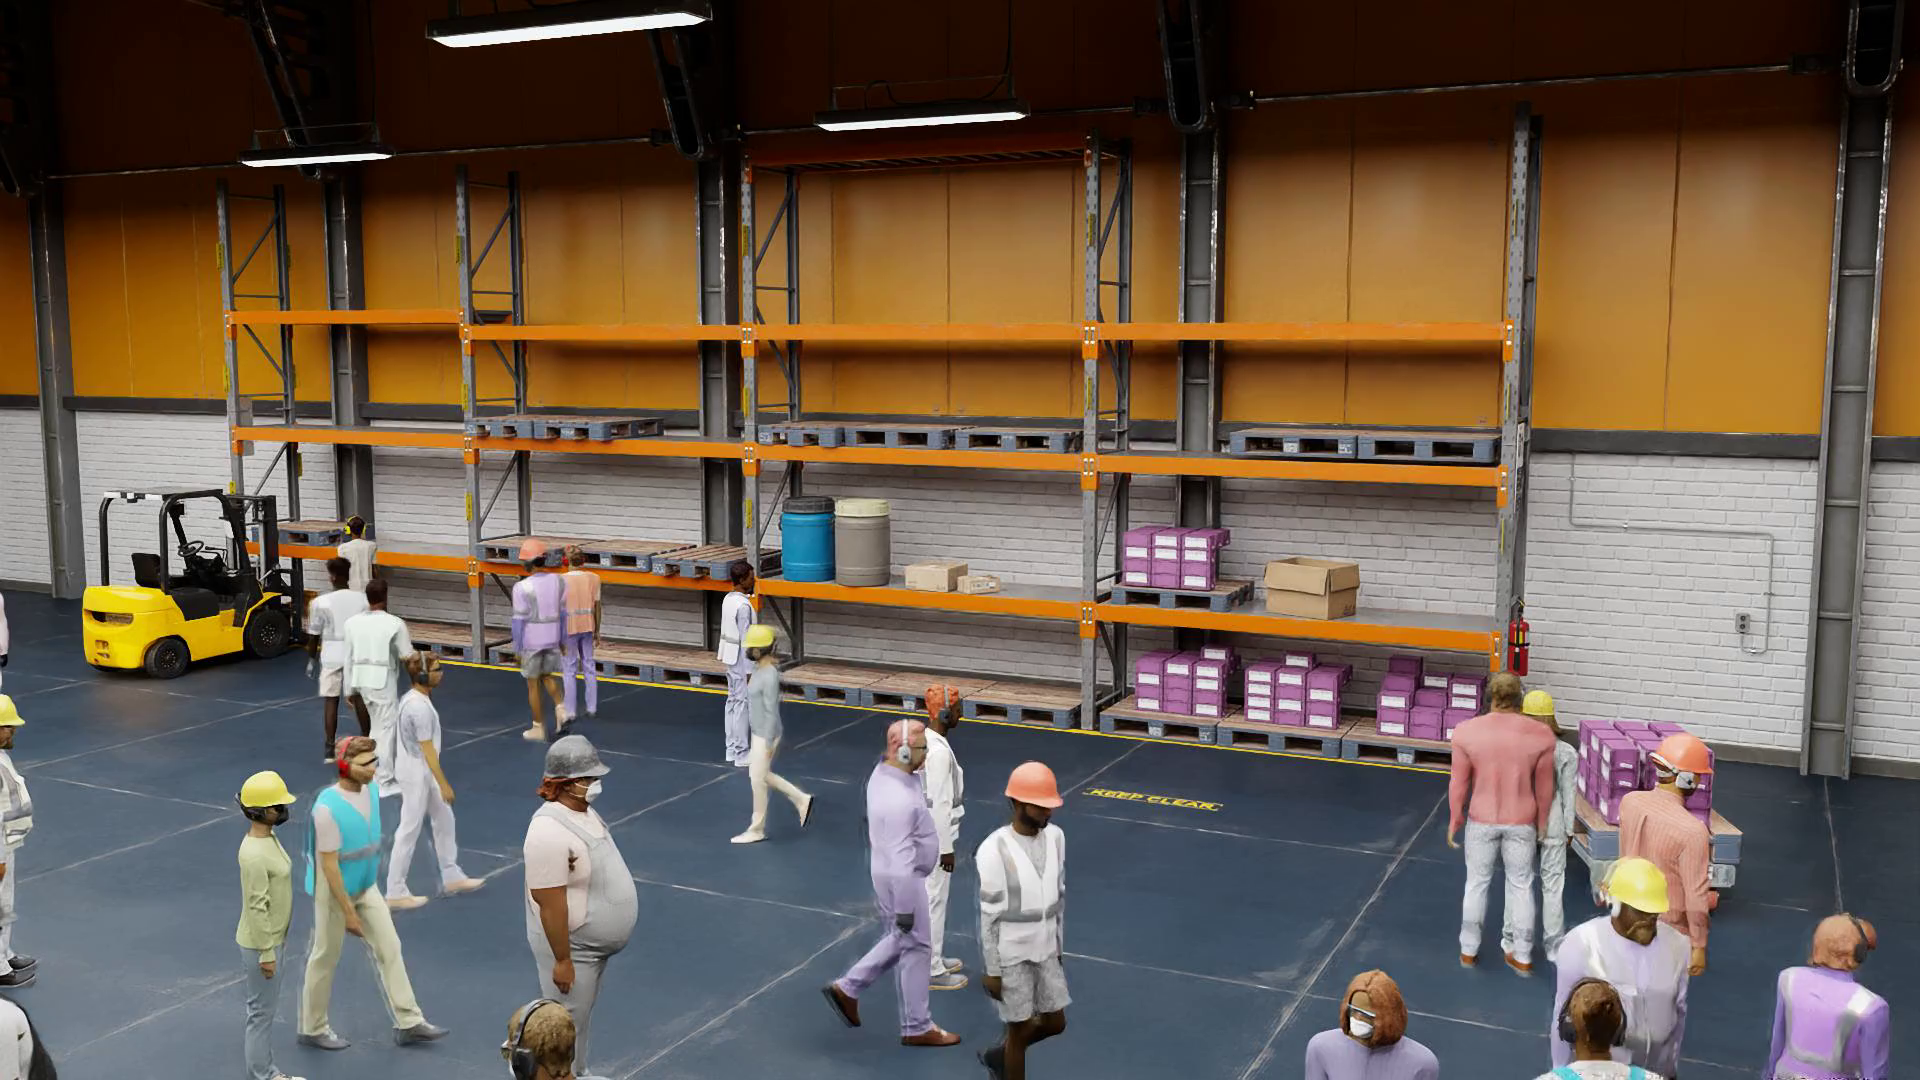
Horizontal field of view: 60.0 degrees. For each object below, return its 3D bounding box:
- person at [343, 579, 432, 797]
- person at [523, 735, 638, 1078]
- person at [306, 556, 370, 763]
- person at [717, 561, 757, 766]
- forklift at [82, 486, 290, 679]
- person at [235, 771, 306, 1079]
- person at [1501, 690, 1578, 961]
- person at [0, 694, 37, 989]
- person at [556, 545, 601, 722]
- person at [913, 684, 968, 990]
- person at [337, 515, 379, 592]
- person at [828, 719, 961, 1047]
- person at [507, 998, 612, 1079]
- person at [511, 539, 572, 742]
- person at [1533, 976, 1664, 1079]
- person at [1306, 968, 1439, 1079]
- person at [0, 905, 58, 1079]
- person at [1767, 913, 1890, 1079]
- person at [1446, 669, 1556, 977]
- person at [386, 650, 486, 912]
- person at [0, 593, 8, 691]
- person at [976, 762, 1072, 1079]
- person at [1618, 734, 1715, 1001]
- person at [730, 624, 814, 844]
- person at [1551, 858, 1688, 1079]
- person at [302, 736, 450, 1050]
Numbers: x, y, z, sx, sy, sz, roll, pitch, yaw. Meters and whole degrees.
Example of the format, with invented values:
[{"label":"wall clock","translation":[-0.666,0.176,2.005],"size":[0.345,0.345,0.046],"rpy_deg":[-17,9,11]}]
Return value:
[{"label":"person","translation":[-5.018,1.295,14.512],"size":[0.700,1.892,0.498],"rpy_deg":[3,7,20]},{"label":"person","translation":[-1.875,1.968,8.298],"size":[0.535,2.000,0.674],"rpy_deg":[0,7,-2]},{"label":"person","translation":[-5.855,1.117,15.762],"size":[0.669,1.950,0.418],"rpy_deg":[-5,8,-35]},{"label":"person","translation":[-2.053,1.152,15.544],"size":[0.392,1.919,0.591],"rpy_deg":[-3,8,-24]},{"label":"forklift","translation":[-9.426,0.454,20.179],"size":[1.214,2.155,2.313],"rpy_deg":[3,8,26]},{"label":"person","translation":[-3.573,2.066,8.614],"size":[0.314,1.769,0.523],"rpy_deg":[-2,7,-18]},{"label":"person","translation":[3.704,1.829,10.708],"size":[0.483,1.737,0.320],"rpy_deg":[2,7,16]},{"label":"person","translation":[-5.917,1.846,10.220],"size":[0.403,1.819,0.601],"rpy_deg":[-4,8,-31]},{"label":"person","translation":[-3.991,0.972,17.316],"size":[0.569,1.844,0.378],"rpy_deg":[-6,9,-41]},{"label":"person","translation":[-0.139,1.814,10.243],"size":[0.359,1.880,0.575],"rpy_deg":[-1,7,-11]},{"label":"person","translation":[-7.236,0.636,20.001],"size":[0.311,1.869,0.532],"rpy_deg":[6,9,42]},{"label":"person","translation":[-0.358,1.919,9.321],"size":[0.657,1.887,0.664],"rpy_deg":[-1,7,-9]},{"label":"person","translation":[-1.275,2.394,5.259],"size":[0.381,1.928,0.635],"rpy_deg":[3,8,25]},{"label":"person","translation":[-4.131,0.997,16.391],"size":[0.491,2.022,0.628],"rpy_deg":[6,9,39]},{"label":"person","translation":[2.178,2.414,5.669],"size":[0.510,1.799,0.933],"rpy_deg":[0,7,3]},{"label":"person","translation":[1.546,2.412,6.302],"size":[0.501,1.631,0.286],"rpy_deg":[2,7,17]},{"label":"person","translation":[-3.612,2.230,6.134],"size":[0.683,2.000,0.536],"rpy_deg":[4,8,28]},{"label":"person","translation":[3.510,2.355,6.855],"size":[0.560,1.614,0.521],"rpy_deg":[-3,8,-26]},{"label":"person","translation":[3.387,1.765,10.431],"size":[0.635,1.940,0.391],"rpy_deg":[2,7,14]},{"label":"person","translation":[-3.668,1.671,11.627],"size":[0.825,1.817,0.505],"rpy_deg":[-3,7,-21]},{"label":"person","translation":[-9.640,1.105,16.243],"size":[0.625,1.843,0.430],"rpy_deg":[-3,7,-22]},{"label":"person","translation":[0.295,2.029,8.315],"size":[0.545,1.922,0.528],"rpy_deg":[-6,9,-39]},{"label":"person","translation":[3.629,1.968,8.569],"size":[0.411,1.980,0.626],"rpy_deg":[-2,7,-17]},{"label":"person","translation":[-1.495,1.521,13.149],"size":[0.616,1.747,0.538],"rpy_deg":[-2,7,-16]},{"label":"person","translation":[2.828,2.215,7.211],"size":[0.600,1.803,0.686],"rpy_deg":[-1,7,-7]},{"label":"person","translation":[-3.302,1.973,9.236],"size":[0.919,1.799,0.566],"rpy_deg":[2,7,13]}]
